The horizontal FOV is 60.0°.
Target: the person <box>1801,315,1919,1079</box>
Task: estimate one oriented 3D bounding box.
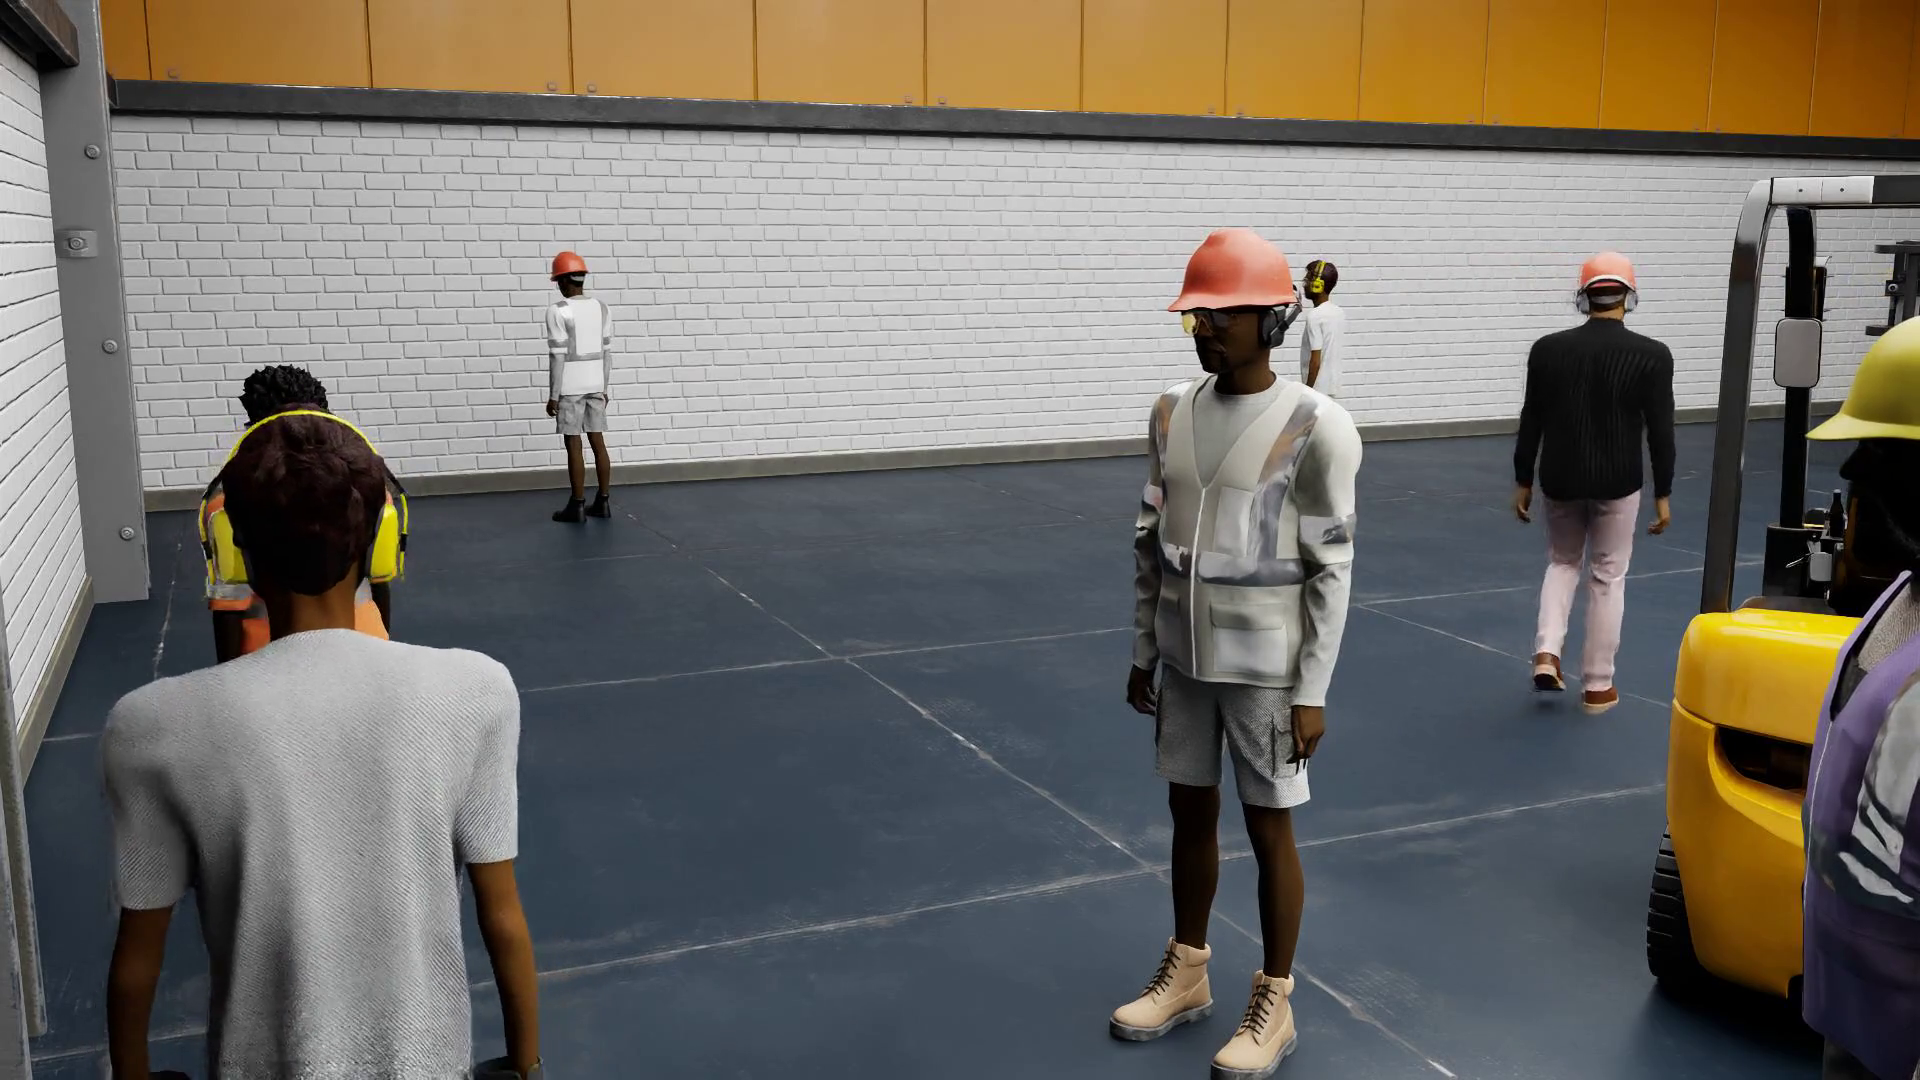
[{"bbox_3d":[1.318,0.650,2.333,0.367,1.927,0.587,3,11,16],"label":"person"}]

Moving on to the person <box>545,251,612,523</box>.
[{"bbox_3d":[-2.741,-1.088,11.900,0.365,1.932,0.543,8,13,36],"label":"person"}]

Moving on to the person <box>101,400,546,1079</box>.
[{"bbox_3d":[-0.820,0.734,2.176,0.538,1.827,0.967,-6,12,-29],"label":"person"}]

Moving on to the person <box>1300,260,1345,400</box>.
[{"bbox_3d":[2.492,-1.008,11.637,0.326,1.869,0.520,6,12,31],"label":"person"}]

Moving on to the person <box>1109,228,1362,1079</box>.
[{"bbox_3d":[0.648,0.283,4.033,0.370,2.044,0.608,-10,14,-43],"label":"person"}]

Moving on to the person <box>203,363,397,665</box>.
[{"bbox_3d":[-1.760,0.374,4.511,0.320,1.694,0.531,10,14,42],"label":"person"}]

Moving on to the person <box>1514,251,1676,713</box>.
[{"bbox_3d":[2.727,-0.244,7.139,0.651,1.968,0.475,8,13,37],"label":"person"}]

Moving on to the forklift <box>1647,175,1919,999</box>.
[{"bbox_3d":[2.810,0.094,4.662,1.214,2.155,2.313,7,12,34],"label":"forklift"}]
